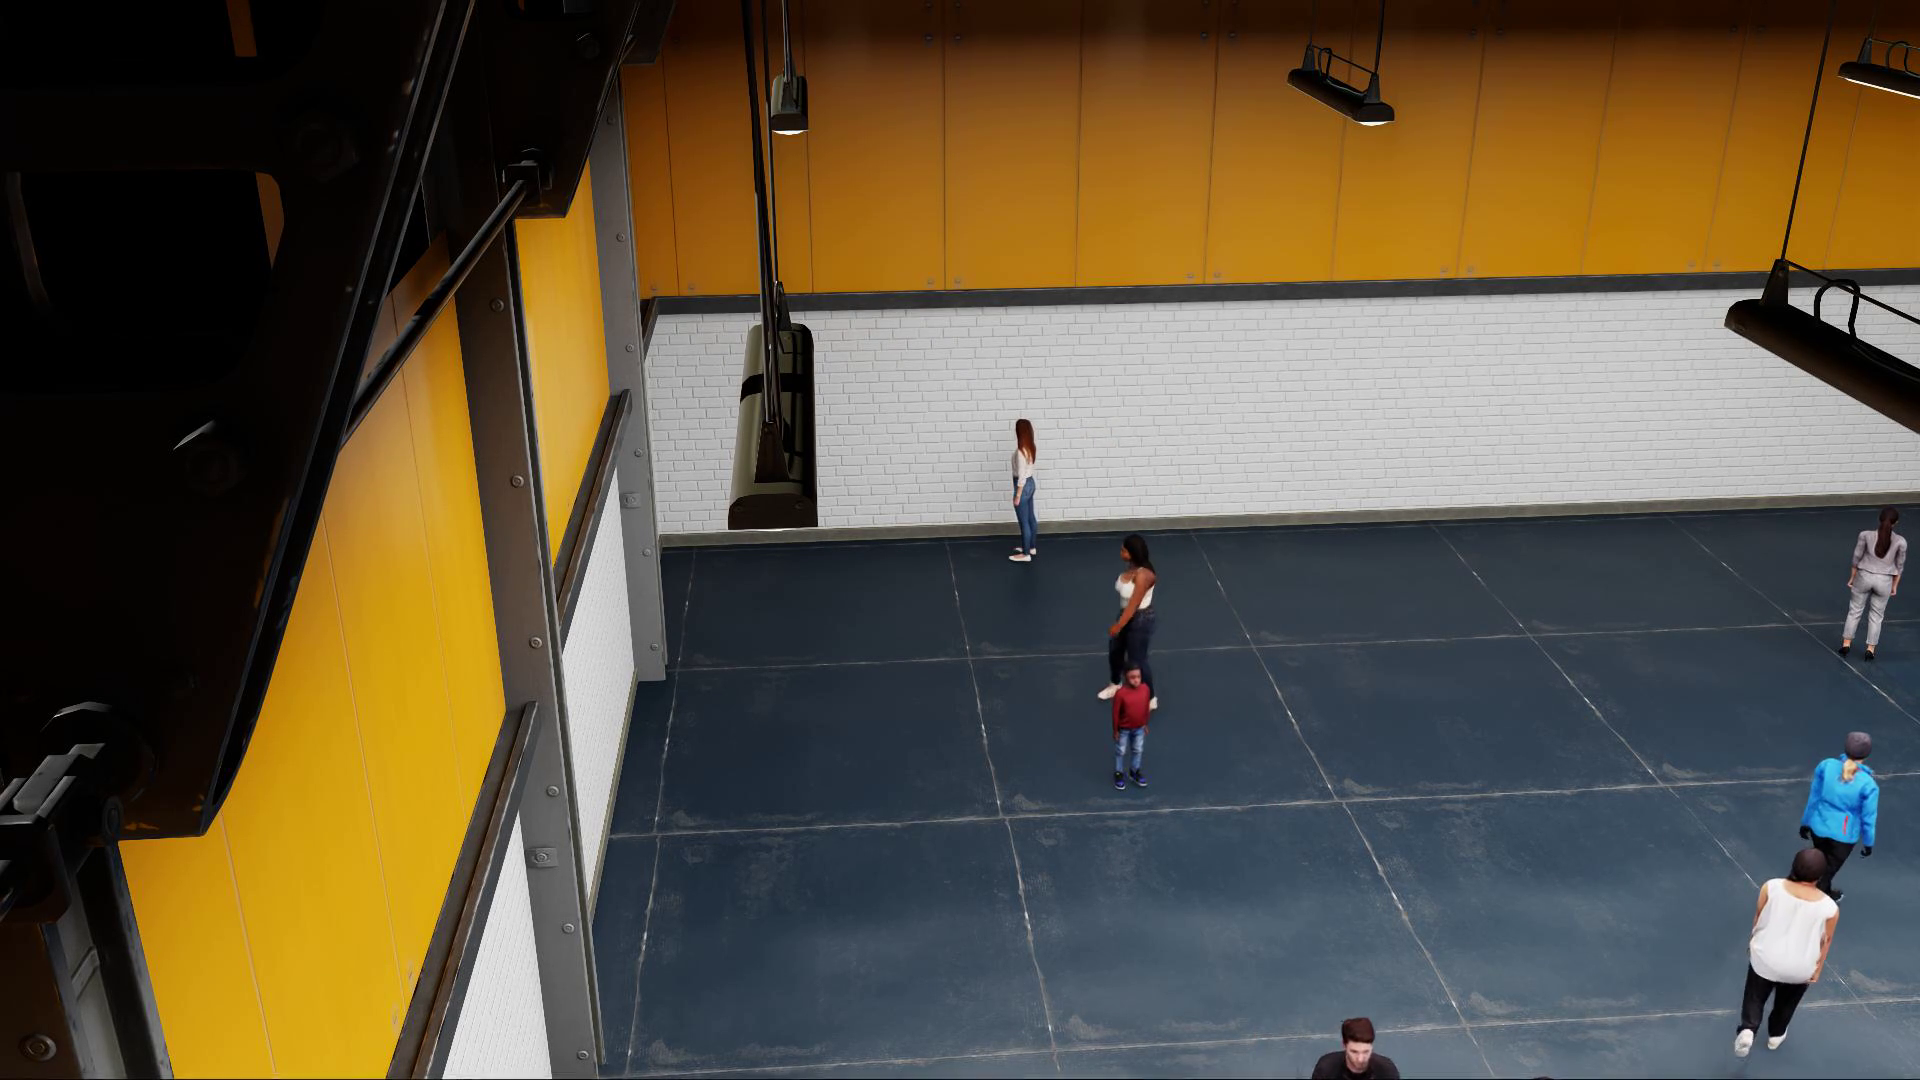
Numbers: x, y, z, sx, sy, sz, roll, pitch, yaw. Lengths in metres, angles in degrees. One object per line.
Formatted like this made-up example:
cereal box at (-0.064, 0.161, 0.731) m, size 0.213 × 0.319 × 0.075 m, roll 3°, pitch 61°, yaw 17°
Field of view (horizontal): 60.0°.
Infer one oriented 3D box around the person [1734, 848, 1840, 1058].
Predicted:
person at (5.641, 2.860, 11.421) m, size 0.956 × 1.670 × 1.033 m, roll 17°, pitch 29°, yaw 33°

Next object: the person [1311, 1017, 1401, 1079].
person at (2.279, 3.503, 9.691) m, size 0.799 × 1.880 × 1.290 m, roll 2°, pitch 24°, yaw 3°

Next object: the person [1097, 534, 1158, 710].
person at (1.752, 0.817, 15.970) m, size 0.755 × 1.773 × 0.731 m, roll -2°, pitch 24°, yaw -4°

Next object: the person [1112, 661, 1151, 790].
person at (1.506, 1.619, 14.788) m, size 0.550 × 1.249 × 0.560 m, roll -8°, pitch 25°, yaw -18°

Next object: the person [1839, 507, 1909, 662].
person at (9.297, 0.445, 16.939) m, size 0.727 × 1.678 × 0.763 m, roll 13°, pitch 27°, yaw 27°

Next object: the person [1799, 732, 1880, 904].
person at (6.565, 2.286, 12.617) m, size 0.992 × 1.765 × 1.081 m, roll -14°, pitch 27°, yaw -29°

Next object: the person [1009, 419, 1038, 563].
person at (0.753, -0.591, 19.245) m, size 0.708 × 1.728 × 0.589 m, roll 10°, pitch 25°, yaw 21°
